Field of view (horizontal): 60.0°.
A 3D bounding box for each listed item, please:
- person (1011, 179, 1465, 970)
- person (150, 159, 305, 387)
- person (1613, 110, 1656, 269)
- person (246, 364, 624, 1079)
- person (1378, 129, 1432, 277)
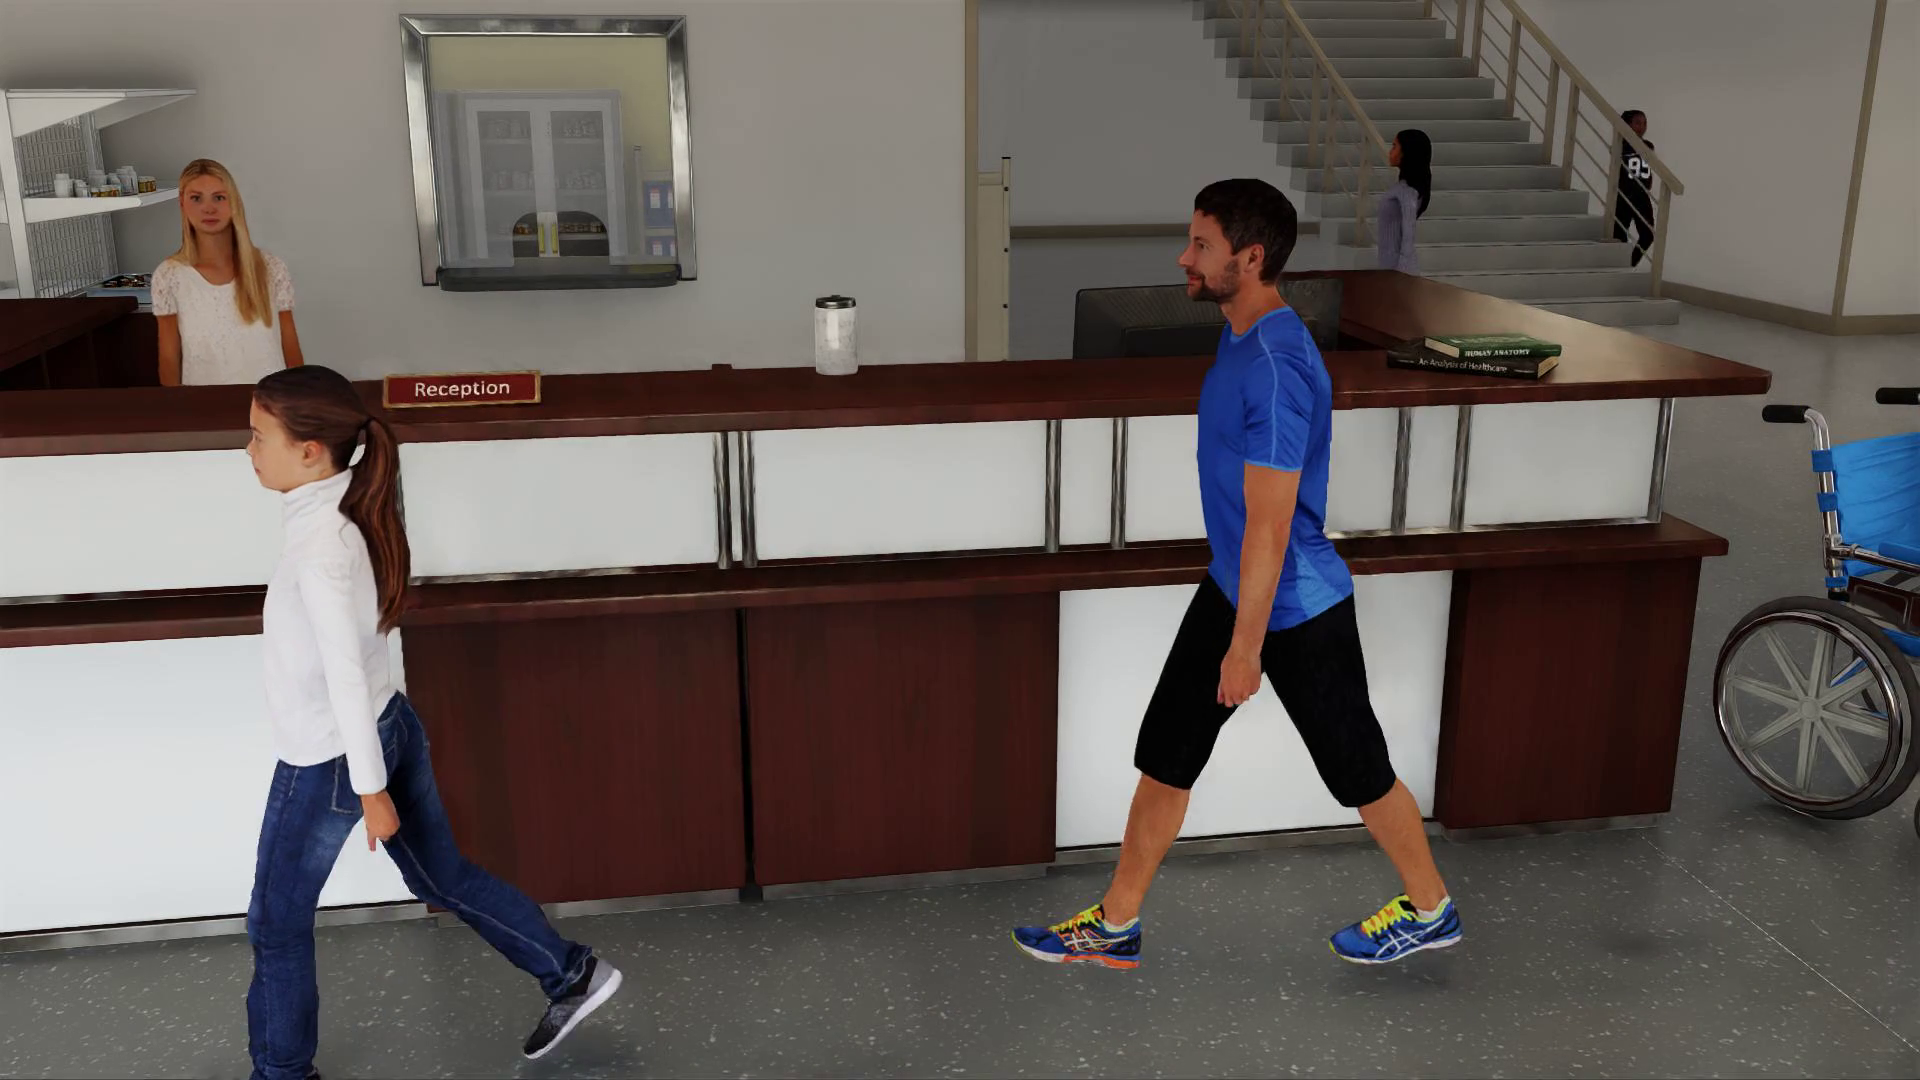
[{"bbox_3d":[0.783,0.172,3.674,0.702,1.805,1.222,-2,16,-6],"label":"person"},{"bbox_3d":[-2.350,-0.323,5.439,0.660,1.802,0.644,-9,18,-28],"label":"person"},{"bbox_3d":[6.153,-3.094,15.423,0.644,1.718,0.653,-4,16,-14],"label":"person"},{"bbox_3d":[-1.107,0.427,3.287,0.593,1.526,1.012,-2,16,-7],"label":"person"},{"bbox_3d":[2.695,-1.615,10.142,0.741,1.736,0.600,4,16,13],"label":"person"}]
